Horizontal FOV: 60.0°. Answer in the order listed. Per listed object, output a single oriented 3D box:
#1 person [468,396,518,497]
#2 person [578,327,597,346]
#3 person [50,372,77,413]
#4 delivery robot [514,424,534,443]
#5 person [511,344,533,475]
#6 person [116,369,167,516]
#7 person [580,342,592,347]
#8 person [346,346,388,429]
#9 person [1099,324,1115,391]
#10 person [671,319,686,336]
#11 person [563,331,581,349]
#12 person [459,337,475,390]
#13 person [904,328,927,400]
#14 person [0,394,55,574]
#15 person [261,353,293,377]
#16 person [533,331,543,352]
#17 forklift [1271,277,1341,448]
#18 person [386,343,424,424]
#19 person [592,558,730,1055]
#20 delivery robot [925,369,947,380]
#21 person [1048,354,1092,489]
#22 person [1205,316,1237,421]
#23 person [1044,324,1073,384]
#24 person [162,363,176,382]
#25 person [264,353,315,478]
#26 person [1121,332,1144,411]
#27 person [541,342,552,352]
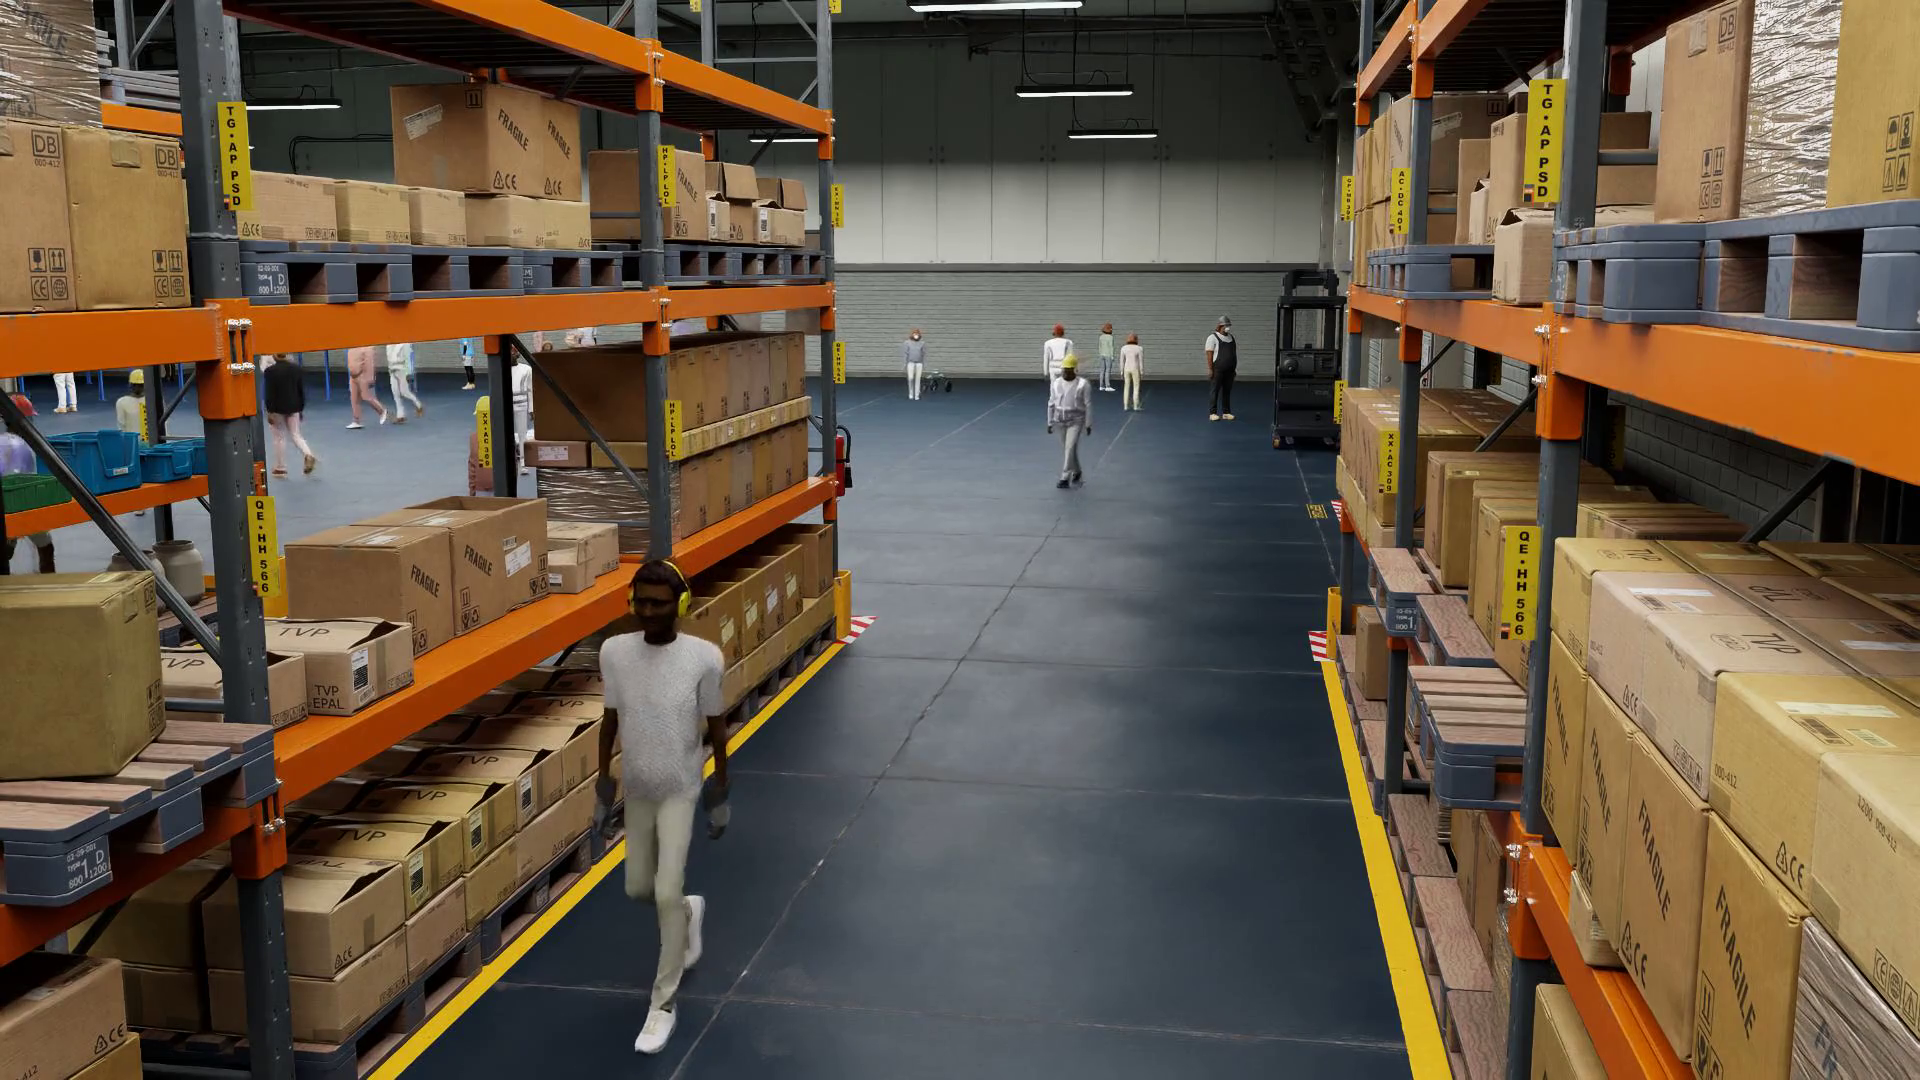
[{"bbox_3d":[-4.350,-0.453,15.461,0.530,1.768,0.312,3,10,21],"label":"person"},{"bbox_3d":[-10.214,-5.307,45.619,0.533,1.692,0.322,-5,10,-27],"label":"person"},{"bbox_3d":[-18.600,-3.567,34.432,0.429,1.841,0.633,3,10,19],"label":"person"},{"bbox_3d":[-6.585,-1.566,25.885,0.707,0.478,0.477,1,9,8],"label":"delivery robot"},{"bbox_3d":[-6.412,-1.880,23.897,0.572,1.883,0.355,-1,9,-7],"label":"person"},{"bbox_3d":[-9.873,-1.191,20.082,0.545,1.751,0.467,-4,10,-24],"label":"person"},{"bbox_3d":[-5.388,-1.930,24.183,0.671,1.883,0.673,0,9,-3],"label":"person"},{"bbox_3d":[-11.092,-3.030,30.968,0.643,1.891,0.724,6,11,33],"label":"person"},{"bbox_3d":[3.588,-4.450,40.514,0.272,1.631,0.508,-6,11,-32],"label":"person"},{"bbox_3d":[-7.295,-5.049,43.354,0.642,1.909,0.596,4,10,25],"label":"person"},{"bbox_3d":[-6.667,-2.694,28.914,0.656,1.887,0.664,2,9,12],"label":"person"},{"bbox_3d":[-12.150,-4.556,40.975,0.317,1.695,0.540,0,9,1],"label":"person"},{"bbox_3d":[-0.995,-3.972,37.579,0.522,1.618,0.425,-1,9,-9],"label":"person"},{"bbox_3d":[-7.975,-0.267,13.944,0.550,1.900,0.958,7,12,37],"label":"person"},{"bbox_3d":[-13.842,-3.474,33.738,0.474,1.880,0.721,4,10,22],"label":"person"},{"bbox_3d":[-10.748,-4.823,42.408,0.312,1.768,0.522,-3,10,-20],"label":"person"},{"bbox_3d":[5.847,-3.016,27.970,1.129,2.768,1.873,1,9,9],"label":"forklift"},{"bbox_3d":[-10.711,-3.200,31.941,0.628,1.912,0.630,5,11,30],"label":"person"},{"bbox_3d":[-1.151,0.961,6.483,0.522,1.851,0.780,2,9,13],"label":"person"},{"bbox_3d":[-0.576,-4.008,40.149,0.335,0.223,0.698,5,11,30],"label":"delivery robot"},{"bbox_3d":[1.510,-1.635,22.664,0.606,1.804,0.886,5,11,29],"label":"person"},{"bbox_3d":[5.183,-3.356,32.648,0.687,2.000,0.538,-5,11,-29],"label":"person"},{"bbox_3d":[1.945,-3.314,32.780,0.599,1.860,0.705,1,9,5],"label":"person"},{"bbox_3d":[-20.940,-5.129,43.797,0.371,1.928,0.543,2,9,10],"label":"person"},{"bbox_3d":[-9.506,-1.859,23.510,0.712,1.973,0.621,6,11,33],"label":"person"},{"bbox_3d":[3.606,-3.521,34.786,0.507,1.632,0.267,5,10,28],"label":"person"},{"bbox_3d":[-7.685,-2.894,31.054,0.523,1.588,0.866,-2,10,-15],"label":"person"}]
